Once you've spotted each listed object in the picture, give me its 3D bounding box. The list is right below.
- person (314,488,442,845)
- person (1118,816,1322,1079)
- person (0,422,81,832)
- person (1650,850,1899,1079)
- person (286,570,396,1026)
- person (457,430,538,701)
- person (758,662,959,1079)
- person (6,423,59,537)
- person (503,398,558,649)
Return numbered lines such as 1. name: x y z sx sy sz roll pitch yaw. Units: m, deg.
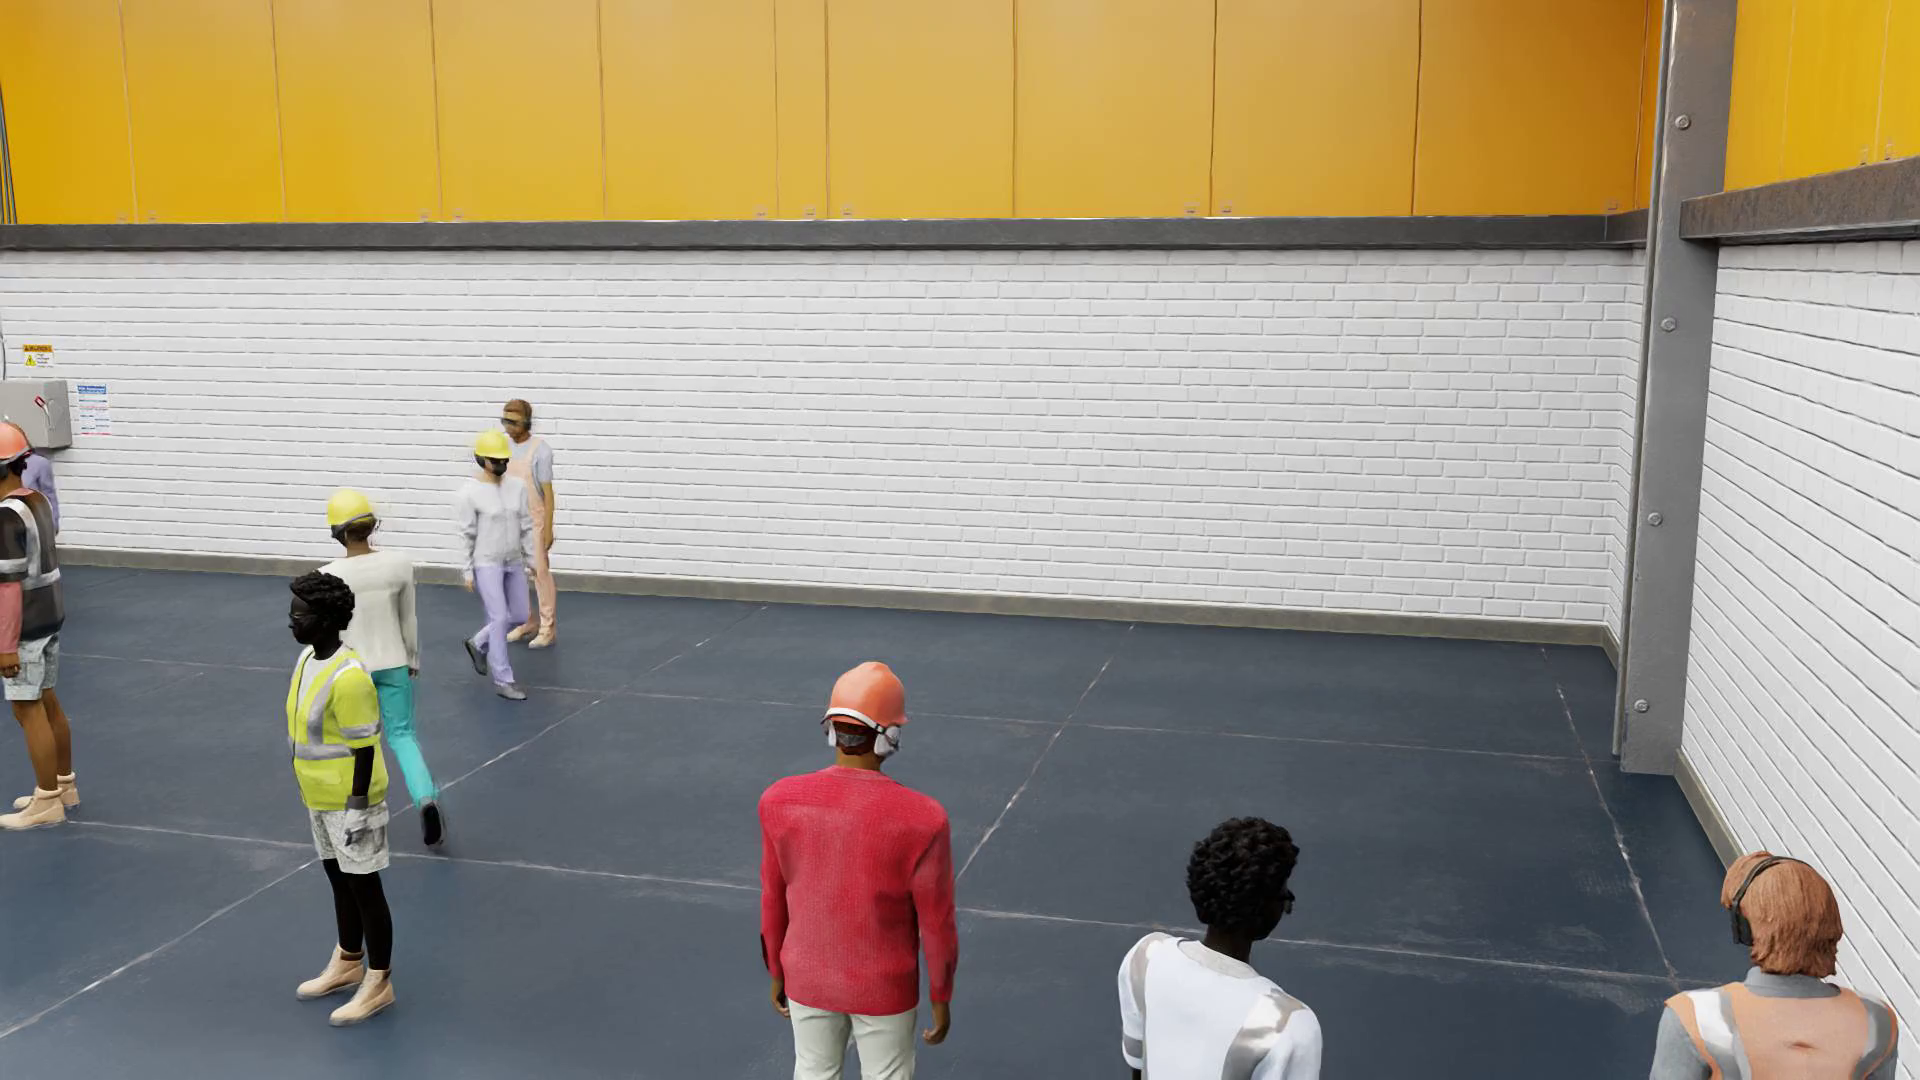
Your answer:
1. person: -2.817 0.620 8.001 0.531 1.740 0.736 -8 13 -40
2. person: 0.545 1.408 3.531 0.320 1.687 0.539 -8 12 -39
3. person: -4.682 0.428 8.271 0.403 2.036 0.613 -2 10 -14
4. person: 1.655 1.449 3.451 0.526 1.632 0.311 -1 10 -5
5. person: -2.312 0.948 6.196 0.322 1.696 0.536 -8 13 -39
6. person: -3.024 0.143 10.762 0.605 1.744 0.537 7 12 36
7. person: -0.273 1.196 4.625 0.576 1.737 0.355 3 10 16
8. person: -7.192 -0.109 12.743 0.499 1.576 0.873 -4 10 -22
9. person: -3.153 -0.118 12.068 0.528 1.833 0.365 5 11 28
